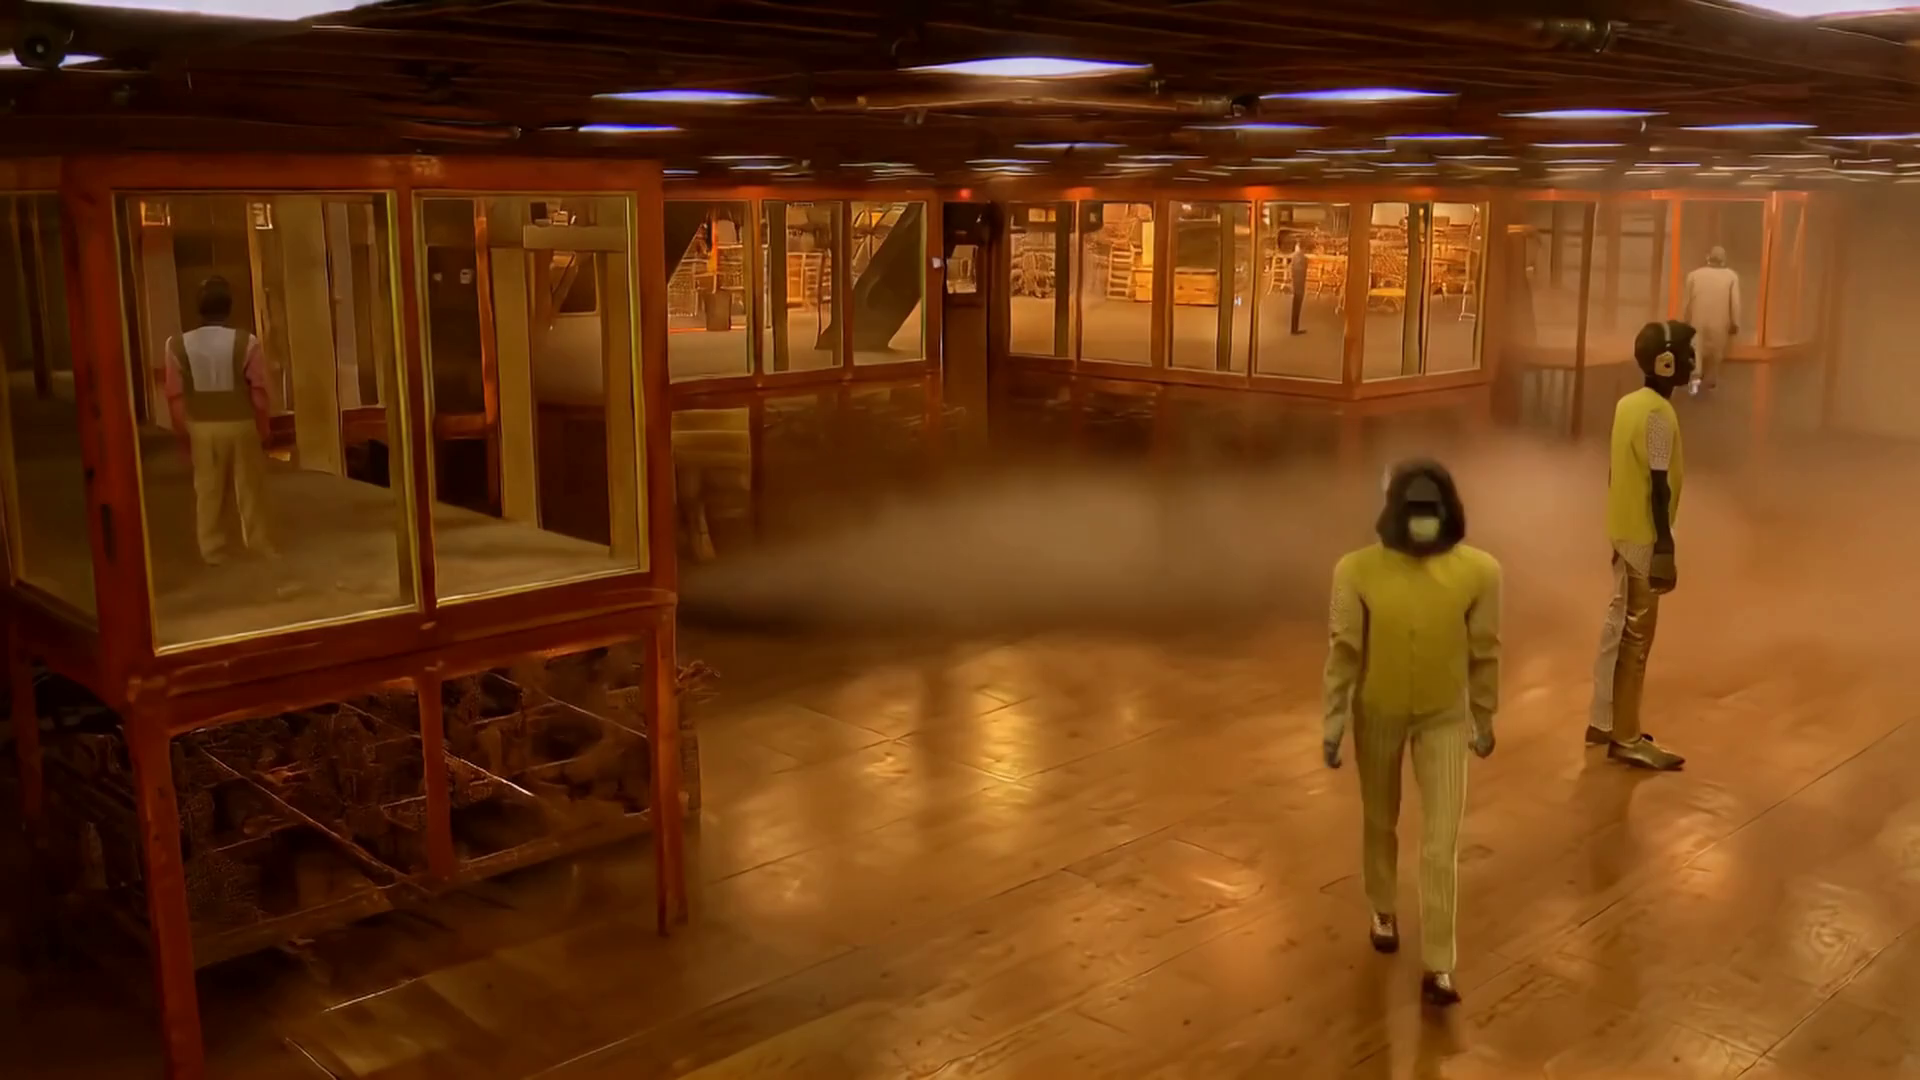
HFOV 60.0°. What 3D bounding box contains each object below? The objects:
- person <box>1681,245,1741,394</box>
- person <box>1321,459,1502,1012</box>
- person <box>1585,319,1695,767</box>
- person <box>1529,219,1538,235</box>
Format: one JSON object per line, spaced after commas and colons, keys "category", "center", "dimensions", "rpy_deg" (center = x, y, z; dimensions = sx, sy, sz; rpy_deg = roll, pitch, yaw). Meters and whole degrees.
{"category": "person", "center": [9.471, -2.788, 21.031], "dimensions": [0.667, 1.871, 0.957], "rpy_deg": [6, 13, 27]}
{"category": "person", "center": [1.332, 0.563, 4.909], "dimensions": [0.526, 1.588, 0.848], "rpy_deg": [2, 11, 9]}
{"category": "person", "center": [2.888, 0.010, 7.016], "dimensions": [0.335, 1.873, 0.521], "rpy_deg": [0, 11, 2]}
{"category": "person", "center": [30.095, -15.998, 87.056], "dimensions": [0.656, 1.922, 0.708], "rpy_deg": [1, 11, 5]}
